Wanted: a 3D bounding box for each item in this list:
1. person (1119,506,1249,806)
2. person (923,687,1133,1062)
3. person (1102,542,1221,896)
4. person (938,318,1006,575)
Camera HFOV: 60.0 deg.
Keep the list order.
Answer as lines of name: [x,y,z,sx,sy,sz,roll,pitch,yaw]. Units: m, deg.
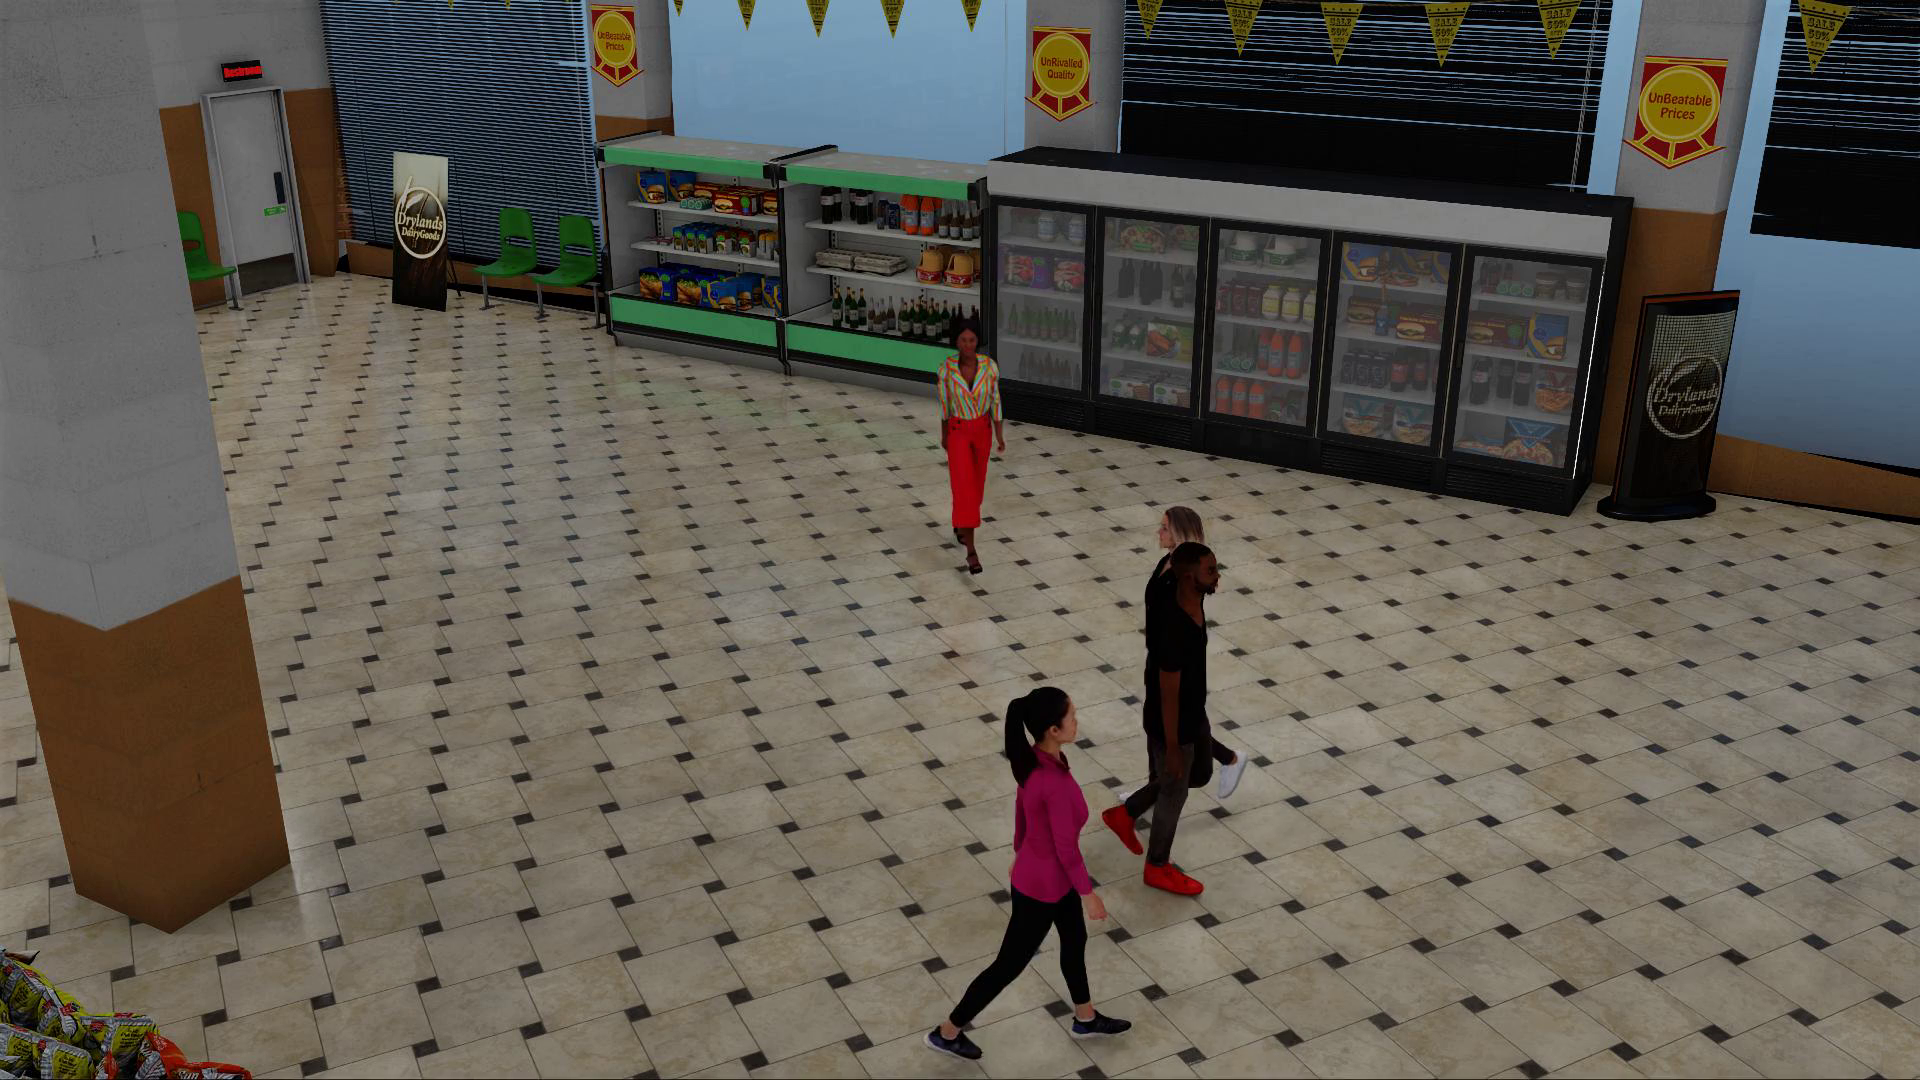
person: [1.186,0.631,8.503,1.011,1.670,0.913,-3,22,-7]
person: [0.234,1.386,6.631,1.173,1.664,1.004,-2,22,-6]
person: [0.934,0.832,7.841,0.828,1.790,0.754,10,24,23]
person: [0.059,-0.686,11.680,1.113,1.743,1.141,-5,22,-11]
